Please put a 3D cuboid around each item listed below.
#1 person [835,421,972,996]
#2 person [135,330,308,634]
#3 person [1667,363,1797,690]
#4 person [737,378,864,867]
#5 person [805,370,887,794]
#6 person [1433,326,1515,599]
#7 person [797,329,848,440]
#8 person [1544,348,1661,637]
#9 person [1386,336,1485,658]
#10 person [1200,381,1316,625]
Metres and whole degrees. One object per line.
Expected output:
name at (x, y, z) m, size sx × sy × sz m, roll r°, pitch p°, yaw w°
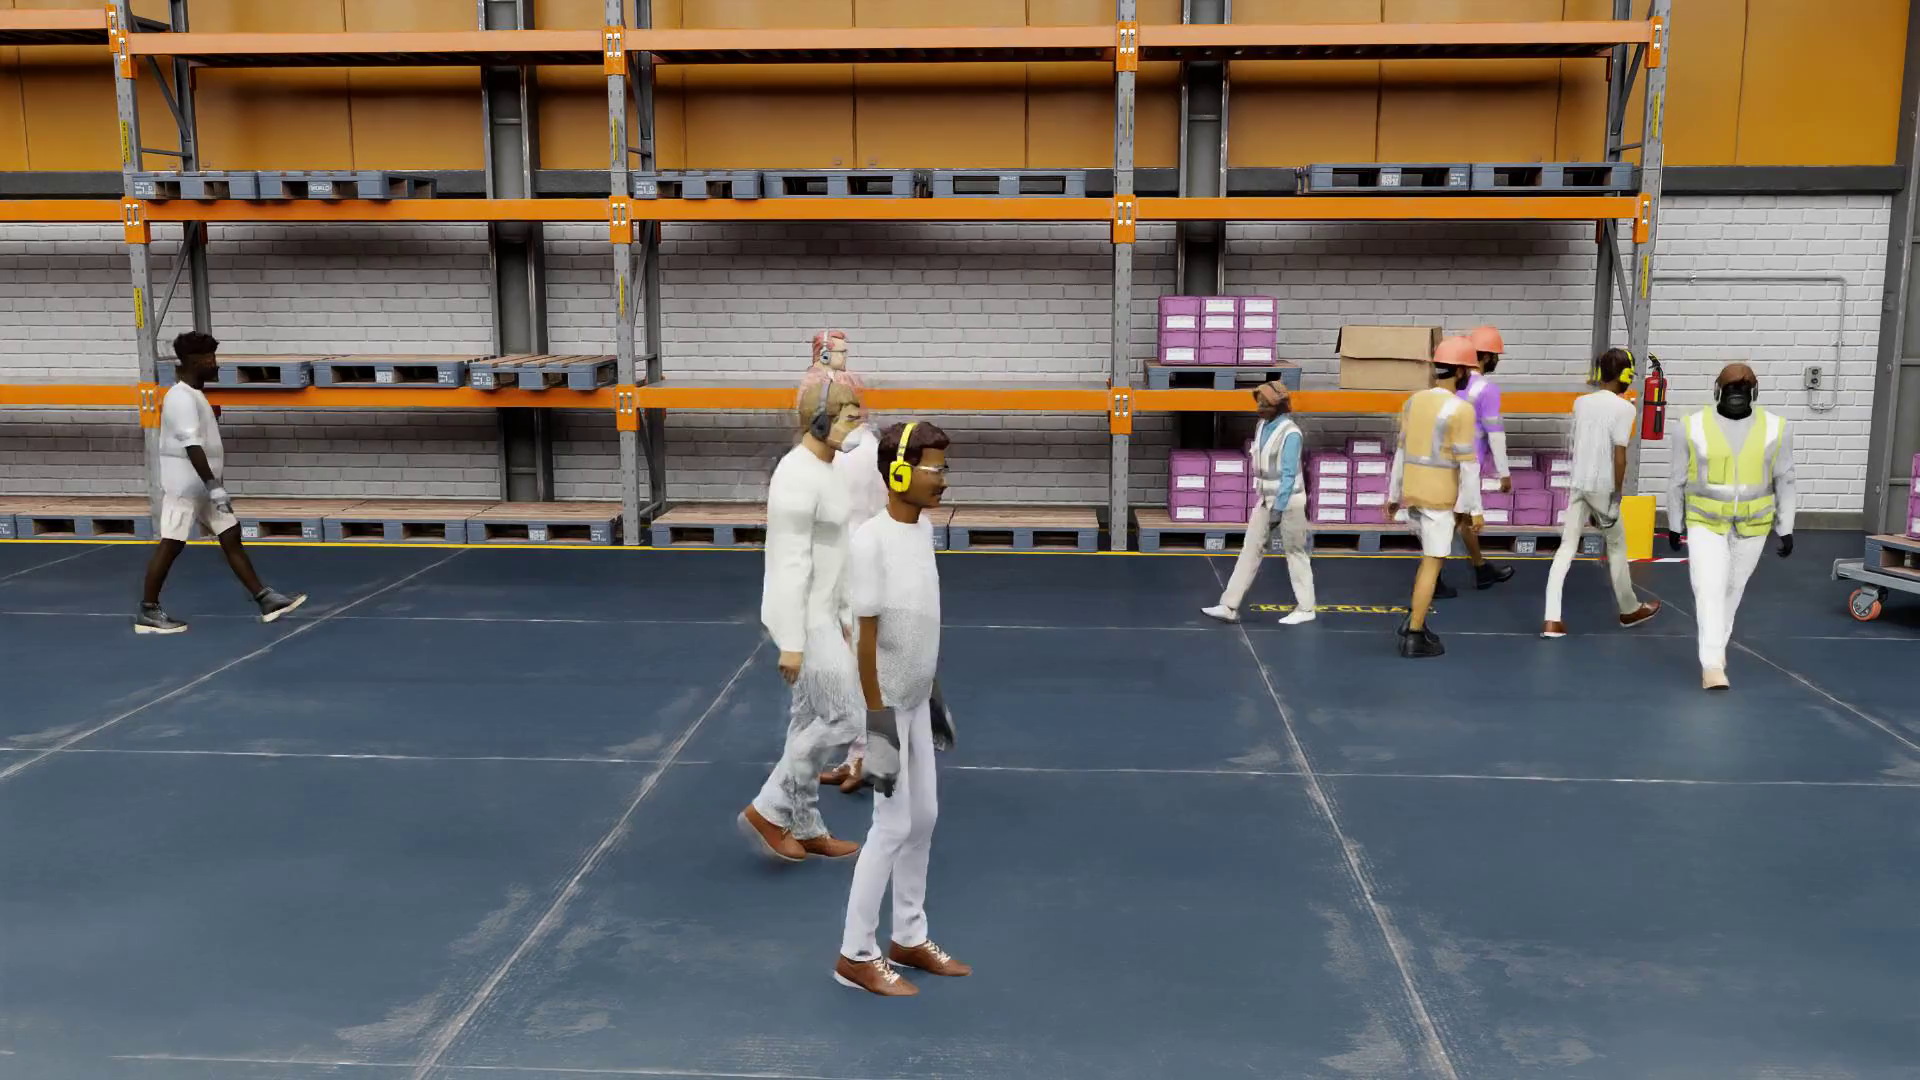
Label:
person at (-0.153, 0.550, 5.410) m, size 0.388 × 1.861 × 0.573 m, roll 4°, pitch 11°, yaw 23°
person at (-4.775, -0.357, 10.539) m, size 1.027 × 1.895 × 0.611 m, roll -2°, pitch 10°, yaw -11°
person at (4.309, -0.089, 9.306) m, size 0.640 × 1.794 × 0.980 m, roll 3°, pitch 10°, yaw 15°
person at (-0.558, 0.332, 6.447) m, size 0.422 × 1.920 × 0.634 m, roll 0°, pitch 10°, yaw 1°
person at (-0.534, 0.199, 7.307) m, size 0.433 × 1.885 × 0.678 m, roll 0°, pitch 10°, yaw 3°
person at (3.603, -0.535, 11.607) m, size 0.946 × 1.887 × 0.584 m, roll -3°, pitch 10°, yaw -18°
person at (-0.842, -0.417, 10.870) m, size 0.411 × 1.909 × 0.643 m, roll 0°, pitch 10°, yaw 3°
person at (4.020, -0.298, 10.466) m, size 0.995 × 1.800 × 0.549 m, roll -6°, pitch 11°, yaw -30°
person at (2.822, -0.250, 9.885) m, size 0.531 × 1.910 × 0.621 m, roll -4°, pitch 11°, yaw -24°
person at (1.952, -0.221, 10.610) m, size 0.827 × 1.589 × 0.572 m, roll -3°, pitch 10°, yaw -18°
